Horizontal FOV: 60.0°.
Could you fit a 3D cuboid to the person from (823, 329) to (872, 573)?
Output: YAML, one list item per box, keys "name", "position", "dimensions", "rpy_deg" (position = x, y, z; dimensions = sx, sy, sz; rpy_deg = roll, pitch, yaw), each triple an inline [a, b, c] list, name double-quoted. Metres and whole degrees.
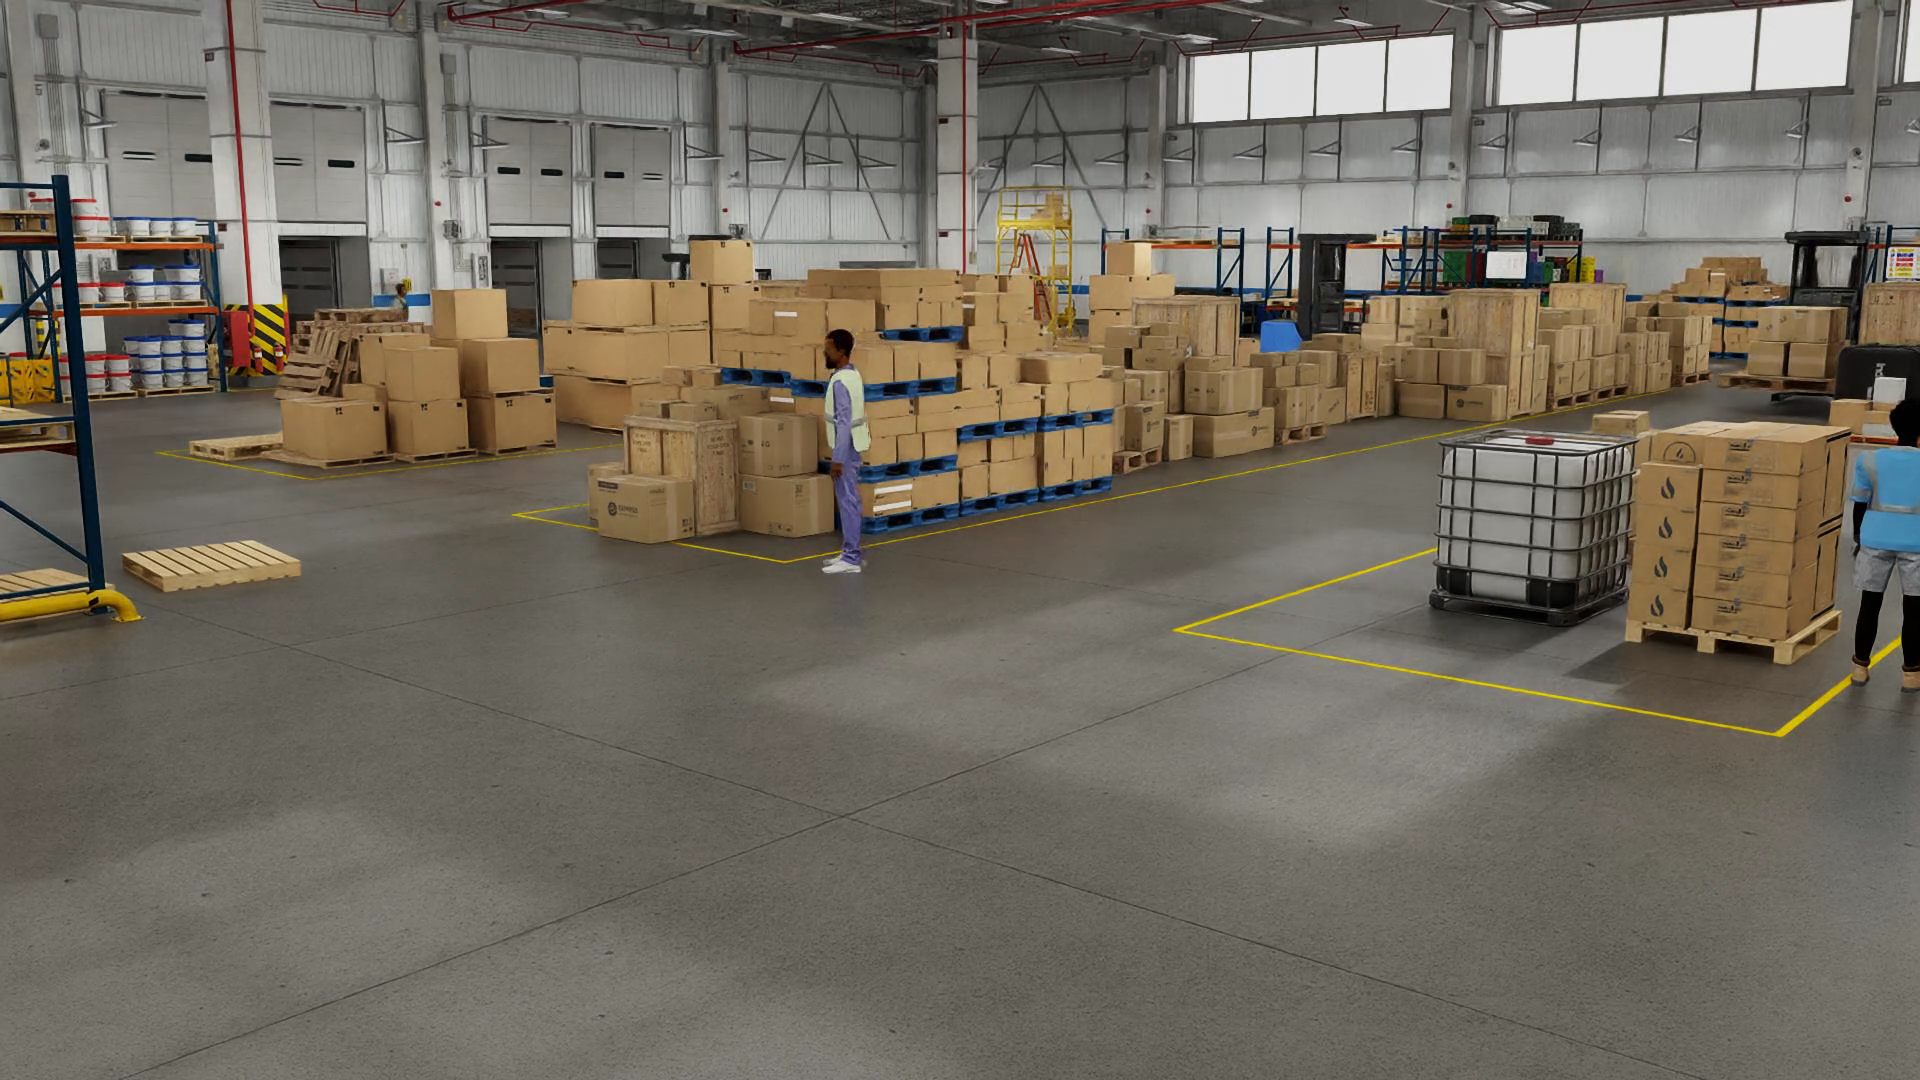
- name: "person"
  position: [-0.889, -0.694, 13.114]
  dimensions: [0.380, 1.910, 0.615]
  rpy_deg: [1, 10, 5]

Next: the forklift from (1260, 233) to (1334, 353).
- name: "forklift"
  position: [7.012, -4.664, 32.949]
  dimensions: [1.873, 2.768, 1.129]
  rpy_deg: [8, 13, 40]

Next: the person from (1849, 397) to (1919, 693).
- name: "person"
  position: [5.409, 0.030, 9.577]
  dimensions: [0.540, 1.700, 0.316]
  rpy_deg: [8, 13, 39]

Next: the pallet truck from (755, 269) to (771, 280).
- name: "pallet truck"
  position: [-4.996, -6.432, 45.525]
  dimensions: [1.885, 1.965, 0.823]
  rpy_deg: [-6, 12, -32]

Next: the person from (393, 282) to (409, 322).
- name: "person"
  position: [-11.899, -4.537, 35.225]
  dimensions: [0.748, 1.829, 0.517]
  rpy_deg: [-1, 10, -4]

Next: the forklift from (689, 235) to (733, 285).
- name: "forklift"
  position: [-5.312, -5.156, 35.748]
  dimensions: [1.873, 2.768, 1.129]
  rpy_deg: [9, 13, 42]

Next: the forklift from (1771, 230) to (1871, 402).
- name: "forklift"
  position: [14.339, -3.693, 27.417]
  dimensions: [1.129, 2.768, 1.873]
  rpy_deg: [8, 13, 39]
